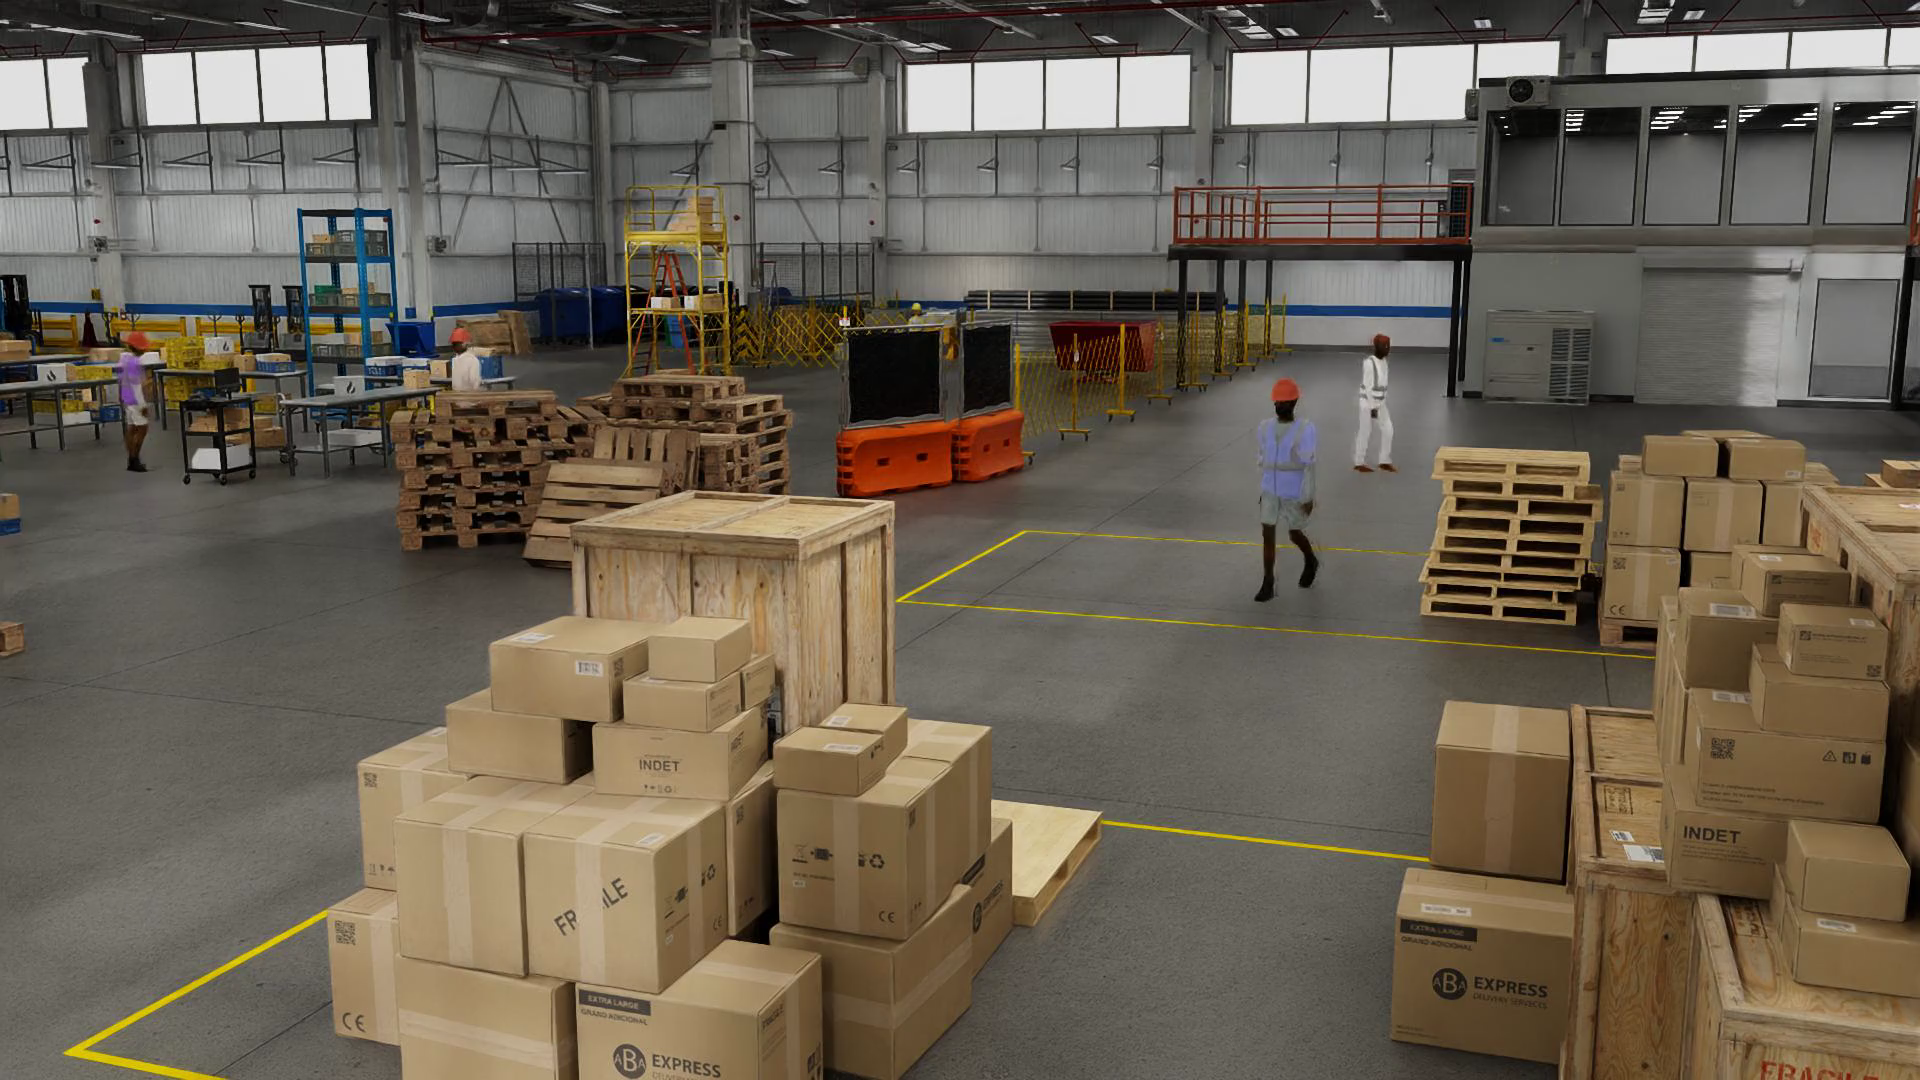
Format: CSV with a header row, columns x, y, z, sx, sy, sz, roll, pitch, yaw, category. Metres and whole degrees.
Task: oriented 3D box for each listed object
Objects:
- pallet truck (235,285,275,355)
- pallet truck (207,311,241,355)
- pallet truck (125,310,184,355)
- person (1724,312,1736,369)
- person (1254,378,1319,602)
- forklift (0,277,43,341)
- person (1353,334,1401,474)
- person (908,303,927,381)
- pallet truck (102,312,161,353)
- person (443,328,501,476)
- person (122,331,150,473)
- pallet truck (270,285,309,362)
x,y,z,sx,sy,sz,roll,pitch,yaw,category
-18.327,-5.835,44.421,0.823,1.965,1.885,4,11,23,pallet truck
-19.537,-5.575,44.913,0.653,1.274,1.630,3,11,19,pallet truck
-22.038,-5.665,45.457,0.704,1.261,1.522,3,11,17,pallet truck
18.253,-4.736,39.257,0.494,1.624,0.279,3,11,19,person
2.840,-0.451,14.356,0.548,1.915,0.831,8,13,38,person
-27.151,-6.329,46.328,1.157,1.987,2.680,3,11,17,forklift
5.543,-1.772,21.959,0.581,1.851,0.751,-10,14,-43,person
-0.961,-4.425,37.198,0.486,1.744,0.294,-9,14,-42,person
-23.057,-5.777,46.261,0.680,1.201,1.601,3,11,19,pallet truck
-6.529,-1.825,22.012,0.631,1.945,1.010,8,13,37,person
-11.034,-1.854,22.329,0.386,1.890,0.659,-5,11,-27,person
-17.147,-5.700,43.663,0.823,1.965,1.885,3,11,17,pallet truck
